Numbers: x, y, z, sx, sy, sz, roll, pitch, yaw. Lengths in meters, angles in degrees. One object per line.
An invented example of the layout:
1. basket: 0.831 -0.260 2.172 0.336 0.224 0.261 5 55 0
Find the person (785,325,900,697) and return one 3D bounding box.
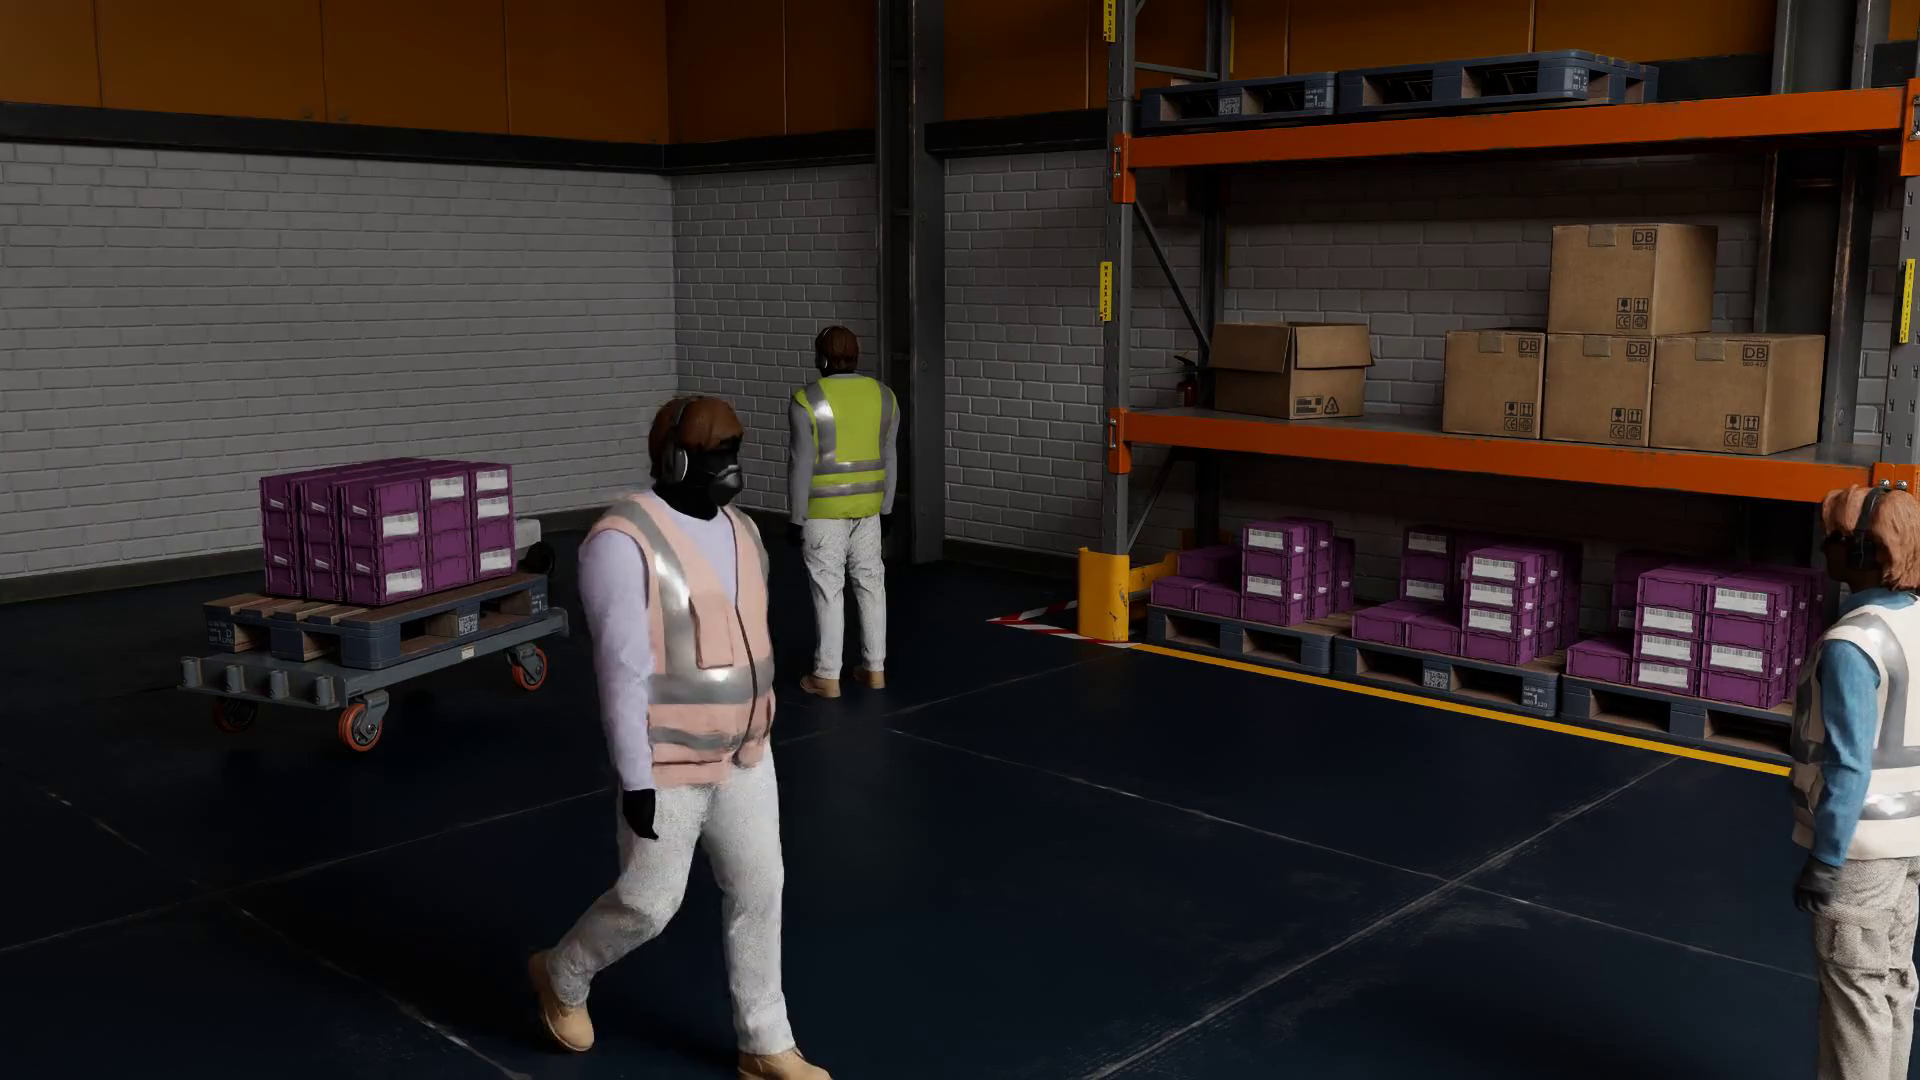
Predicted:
1. person: -0.602 -0.143 8.299 0.634 1.841 0.429 -7 11 -36

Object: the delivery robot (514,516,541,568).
1. delivery robot: -3.108 0.002 11.056 0.477 0.478 0.707 3 10 21

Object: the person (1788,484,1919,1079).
1. person: 2.055 0.691 3.807 0.315 1.639 0.515 9 13 44

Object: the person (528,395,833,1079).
1. person: -0.743 0.526 4.285 0.800 1.815 0.624 6 11 32
